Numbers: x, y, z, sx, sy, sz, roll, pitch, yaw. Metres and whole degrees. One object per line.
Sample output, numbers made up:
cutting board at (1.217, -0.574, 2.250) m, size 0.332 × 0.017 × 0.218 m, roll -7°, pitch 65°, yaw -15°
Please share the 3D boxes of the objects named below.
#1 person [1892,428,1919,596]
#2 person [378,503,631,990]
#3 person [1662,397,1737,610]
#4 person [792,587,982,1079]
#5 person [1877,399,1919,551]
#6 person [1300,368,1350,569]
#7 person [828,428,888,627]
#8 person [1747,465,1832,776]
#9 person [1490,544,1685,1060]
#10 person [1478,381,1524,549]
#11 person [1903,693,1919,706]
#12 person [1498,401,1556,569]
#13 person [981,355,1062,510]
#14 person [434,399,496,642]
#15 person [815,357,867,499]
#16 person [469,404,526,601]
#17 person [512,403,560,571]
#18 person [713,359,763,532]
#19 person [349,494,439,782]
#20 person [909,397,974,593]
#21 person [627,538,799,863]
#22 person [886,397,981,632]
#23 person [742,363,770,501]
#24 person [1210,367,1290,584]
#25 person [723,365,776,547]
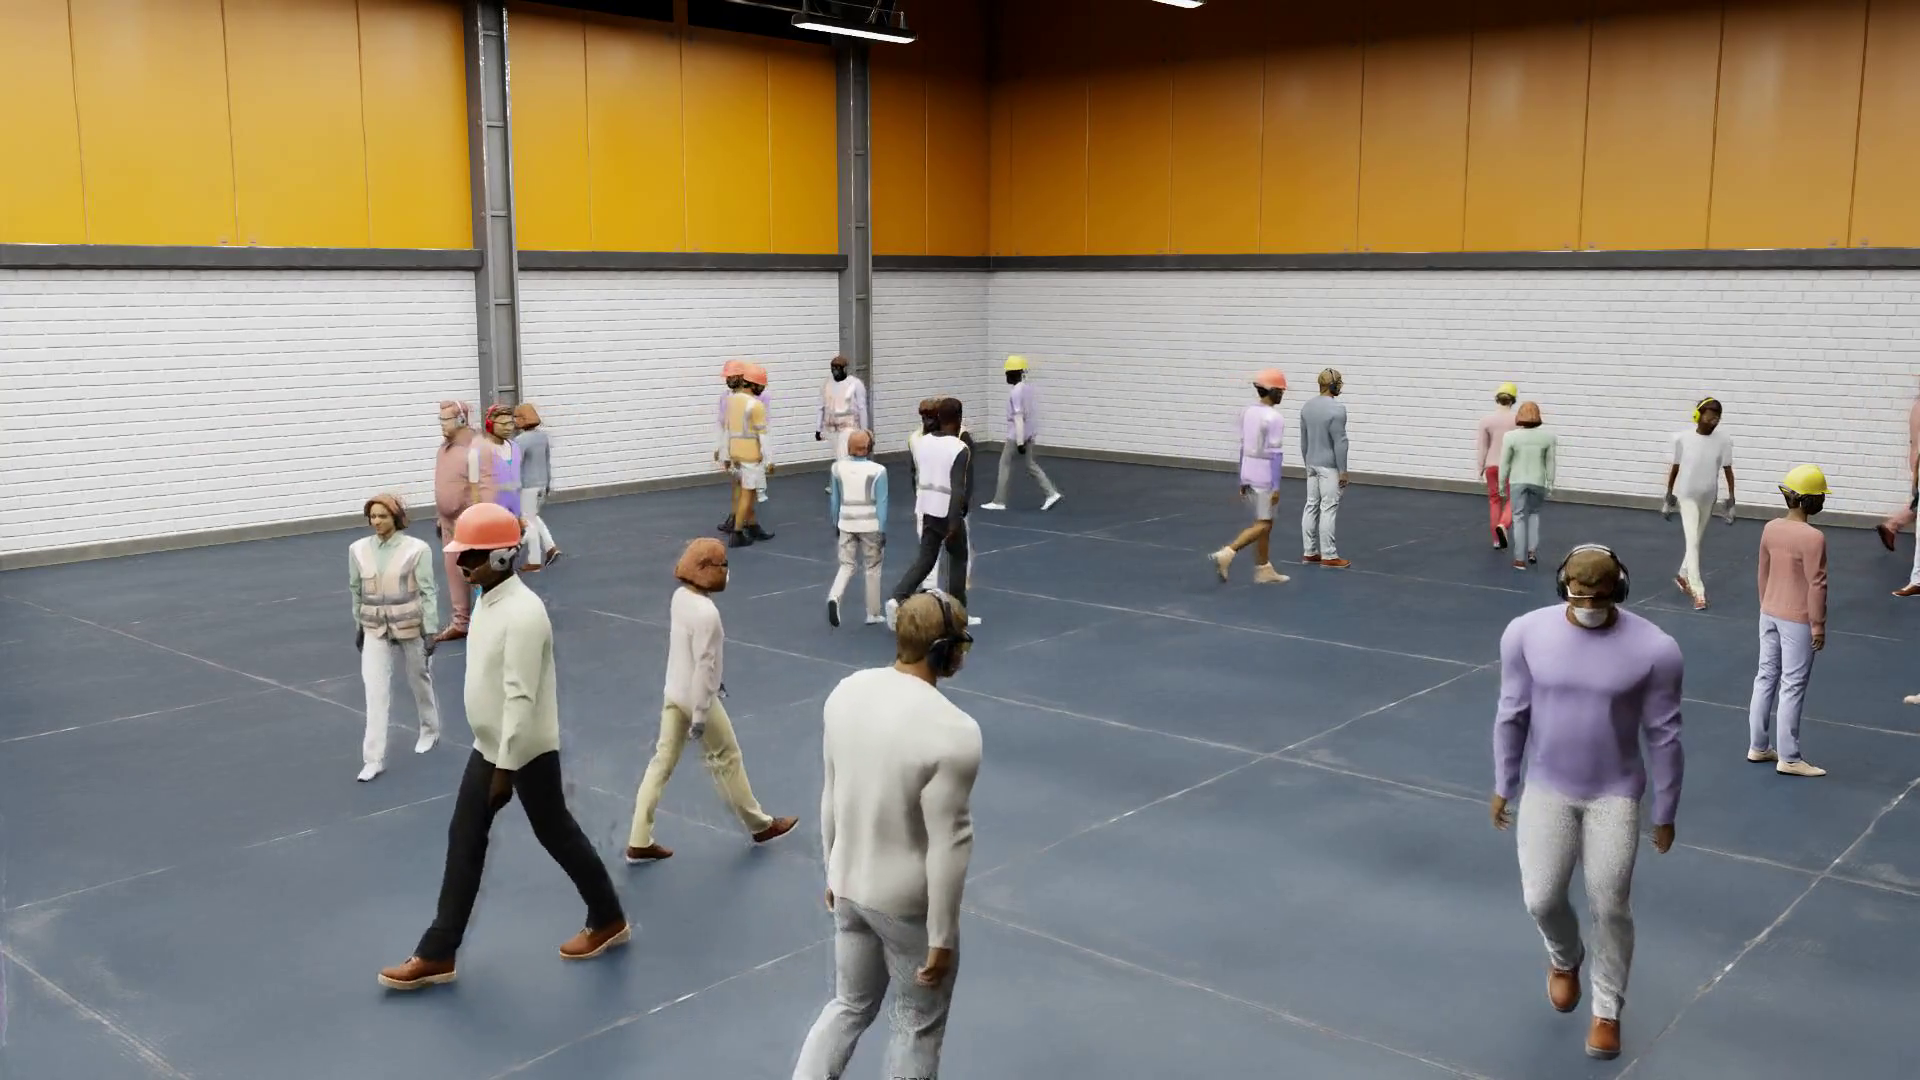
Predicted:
person at (8.480, -0.392, 14.450) m, size 0.332 × 1.872 × 0.514 m, roll -3°, pitch 10°, yaw -18°
person at (-1.798, 0.812, 6.675) m, size 1.029 × 1.944 × 0.626 m, roll -7°, pitch 11°, yaw -36°
person at (6.430, -0.351, 14.450) m, size 0.539 × 1.802 × 1.061 m, roll 1°, pitch 9°, yaw 7°
person at (-0.264, 1.101, 5.000) m, size 0.650 × 1.909 × 0.684 m, roll 9°, pitch 12°, yaw 43°
person at (9.589, -0.730, 16.519) m, size 0.622 × 1.887 × 0.666 m, roll 3°, pitch 9°, yaw 17°
person at (3.546, -0.694, 16.136) m, size 0.371 × 1.941 × 0.627 m, roll -4°, pitch 10°, yaw -25°
person at (-0.829, -0.083, 13.313) m, size 0.521 × 1.621 × 0.638 m, roll 4°, pitch 10°, yaw 22°
person at (4.750, 0.452, 9.480) m, size 0.312 × 1.768 × 0.522 m, roll -1°, pitch 9°, yaw -9°
person at (2.278, 0.932, 6.067) m, size 0.663 × 1.895 × 0.490 m, roll 4°, pitch 10°, yaw 26°
person at (5.566, -0.753, 17.065) m, size 0.539 × 1.748 × 0.534 m, roll 5°, pitch 10°, yaw 29°
person at (6.655, 0.301, 10.737) m, size 0.788 × 1.670 × 0.538 m, roll 2°, pitch 9°, yaw 12°
person at (5.474, -0.537, 16.113) m, size 0.522 × 1.617 × 0.425 m, roll 1°, pitch 9°, yaw 6°
person at (0.757, -1.283, 19.989) m, size 0.944 × 1.894 × 0.581 m, roll 3°, pitch 10°, yaw 19°
person at (-3.833, -0.158, 12.930) m, size 0.669 × 1.889 × 0.570 m, roll 9°, pitch 13°, yaw 44°
person at (-1.555, -1.400, 20.995) m, size 0.656 × 1.797 × 0.952 m, roll 4°, pitch 10°, yaw 25°
person at (-3.613, -0.141, 12.966) m, size 0.373 × 1.840 × 0.572 m, roll 3°, pitch 10°, yaw 21°
person at (-4.103, -0.499, 15.885) m, size 0.352 × 1.619 × 0.526 m, roll 4°, pitch 10°, yaw 21°
person at (-2.527, -1.031, 18.354) m, size 0.565 × 1.902 × 0.848 m, roll 7°, pitch 11°, yaw 37°
person at (-3.254, 0.519, 9.596) m, size 0.529 × 1.595 × 0.847 m, roll 0°, pitch 9°, yaw 2°
person at (-0.145, -0.367, 14.560) m, size 0.622 × 1.798 × 0.975 m, roll 2°, pitch 9°, yaw 14°
person at (-1.242, 0.769, 8.067) m, size 0.885 × 1.578 × 0.513 m, roll -6°, pitch 11°, yaw -33°
person at (-0.200, -0.189, 13.168) m, size 0.853 × 1.879 × 0.597 m, roll -8°, pitch 12°, yaw -42°
person at (-2.619, -1.348, 20.887) m, size 0.485 × 1.735 × 0.322 m, roll 0°, pitch 9°, yaw 2°
person at (2.653, -0.557, 15.058) m, size 0.789 × 2.019 × 0.613 m, roll -3°, pitch 10°, yaw -21°
person at (-2.161, -0.879, 17.443) m, size 0.738 × 1.891 × 0.608 m, roll -8°, pitch 12°, yaw -41°
